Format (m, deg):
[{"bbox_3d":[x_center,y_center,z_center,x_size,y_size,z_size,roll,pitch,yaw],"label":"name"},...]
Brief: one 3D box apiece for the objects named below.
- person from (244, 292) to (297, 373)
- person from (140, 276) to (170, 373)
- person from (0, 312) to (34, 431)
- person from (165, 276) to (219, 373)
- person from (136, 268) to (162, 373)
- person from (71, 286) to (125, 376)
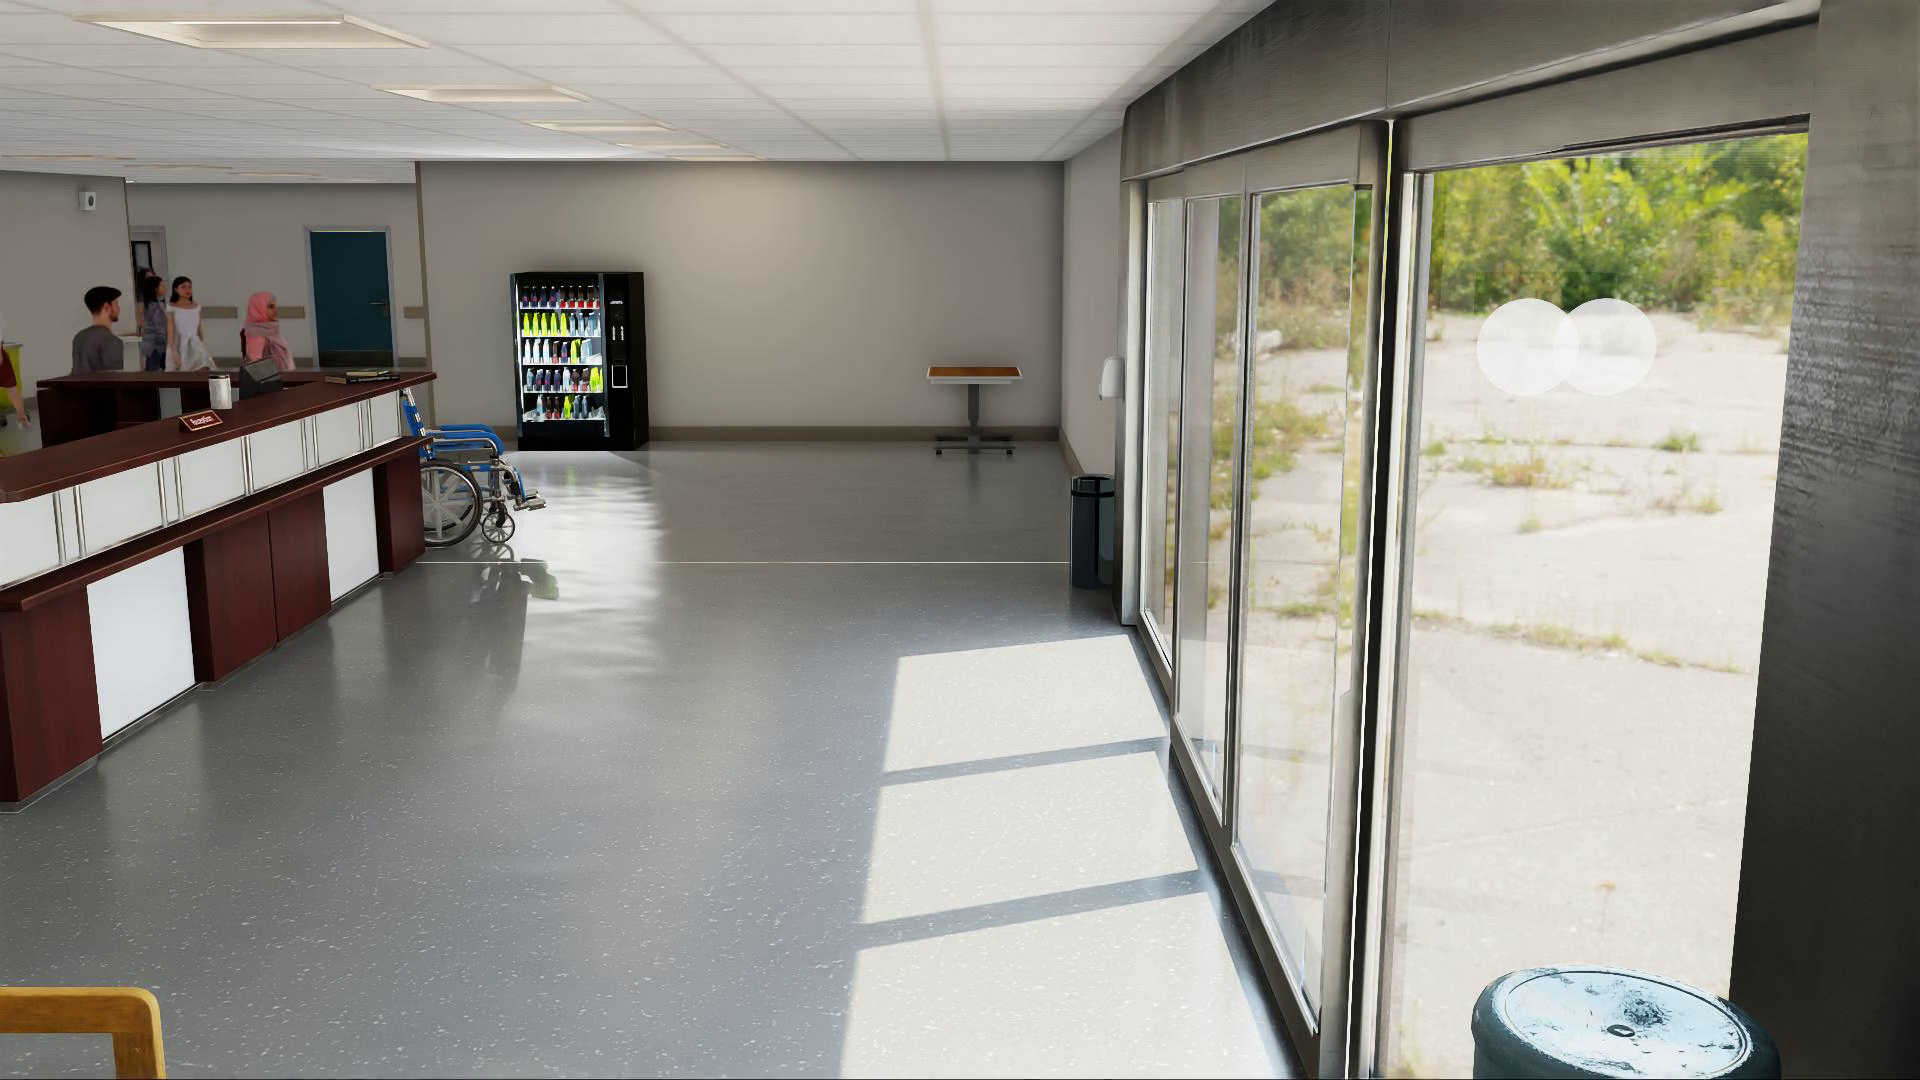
[{"bbox_3d":[-5.622,-1.089,13.409,0.626,1.792,0.628,0,11,1],"label":"person"},{"bbox_3d":[-9.643,-2.242,19.729,1.124,1.701,0.953,-6,12,-30],"label":"person"},{"bbox_3d":[-10.776,-1.980,18.338,1.118,1.703,0.951,4,12,22],"label":"person"},{"bbox_3d":[-8.571,-1.983,18.315,1.233,1.719,1.136,10,14,41],"label":"person"},{"bbox_3d":[-12.014,-3.156,24.577,0.953,1.689,0.755,3,11,16],"label":"person"},{"bbox_3d":[-6.254,-0.829,11.900,1.294,1.844,1.341,10,15,44],"label":"person"}]
